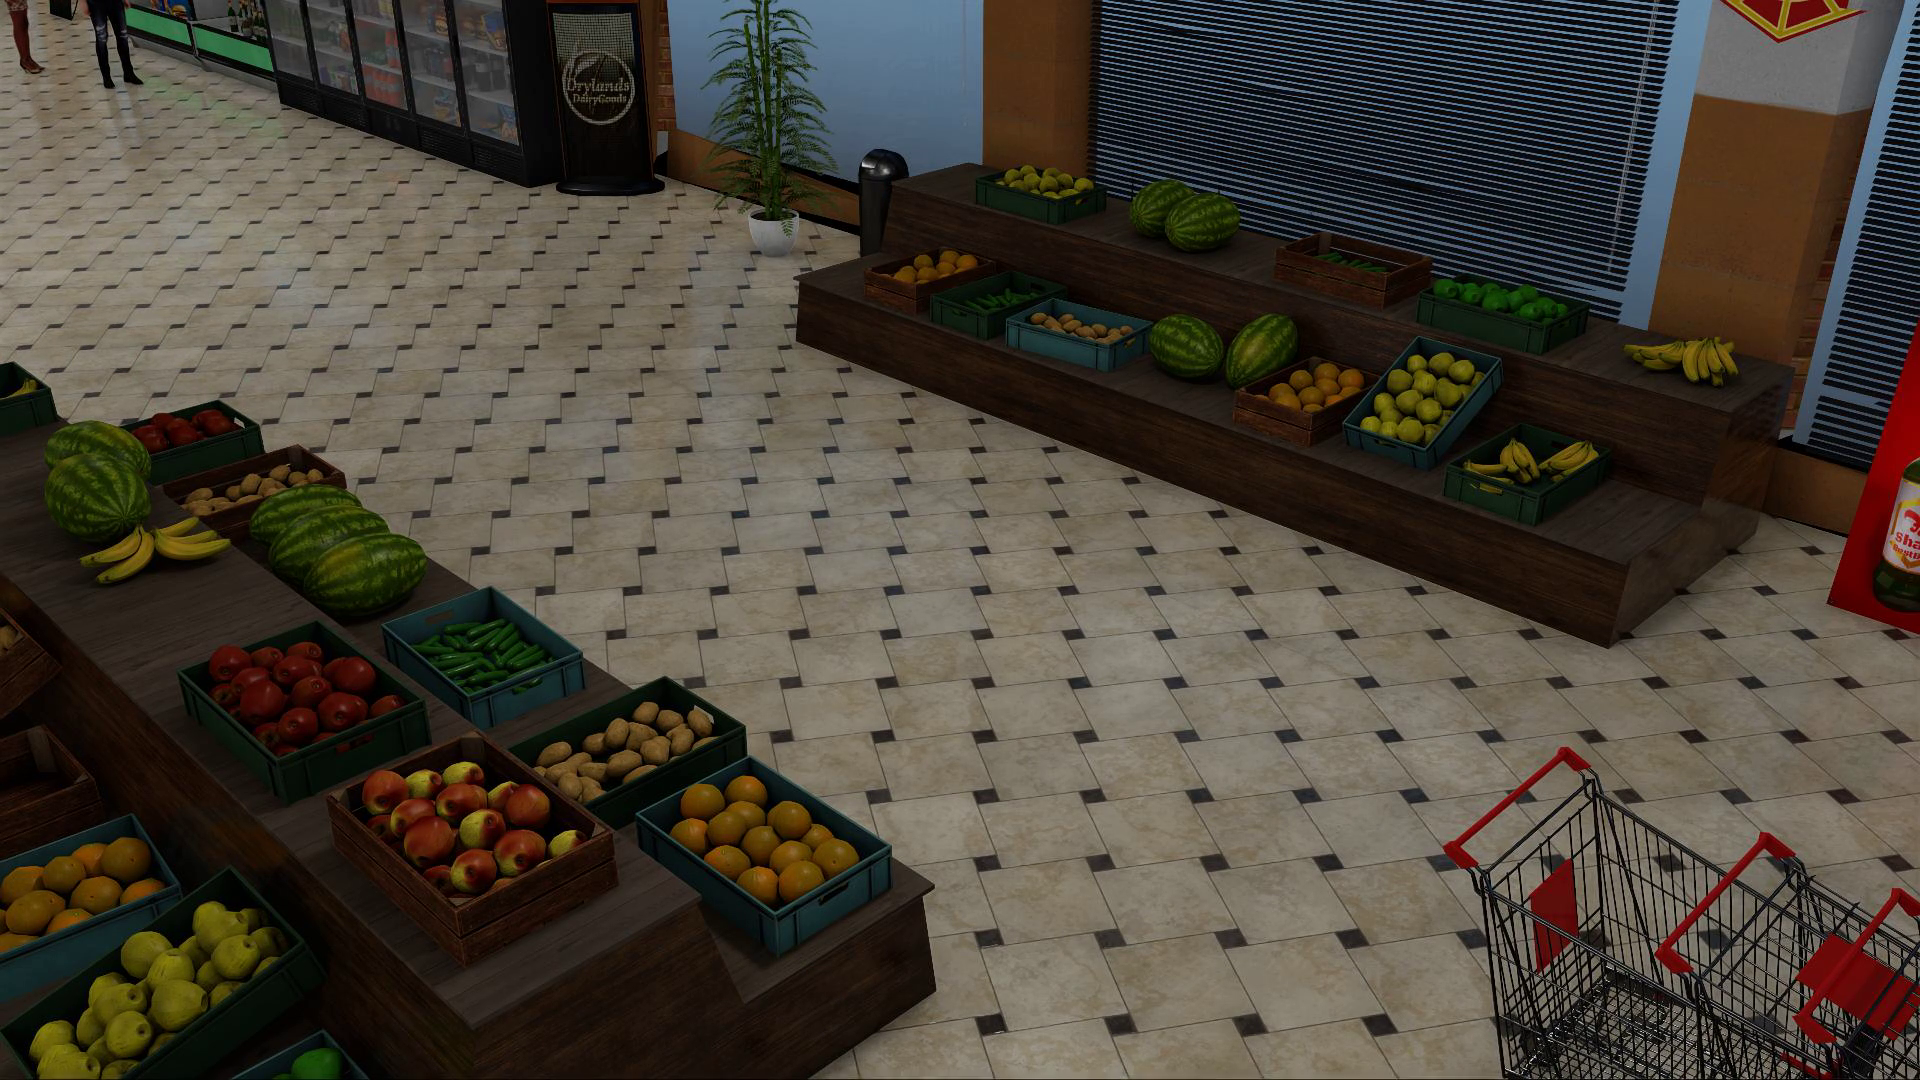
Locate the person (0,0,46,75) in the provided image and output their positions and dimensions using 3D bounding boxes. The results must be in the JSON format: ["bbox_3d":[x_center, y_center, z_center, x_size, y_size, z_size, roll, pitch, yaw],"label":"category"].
[{"bbox_3d":[-11.211,-6.462,19.705,0.738,1.792,0.648,-6,27,-11],"label":"person"}]

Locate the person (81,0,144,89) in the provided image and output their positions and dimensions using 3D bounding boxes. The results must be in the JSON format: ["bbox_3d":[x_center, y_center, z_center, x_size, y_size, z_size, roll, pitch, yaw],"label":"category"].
[{"bbox_3d":[-9.807,-6.188,19.040,0.583,1.903,0.706,22,34,36],"label":"person"}]
